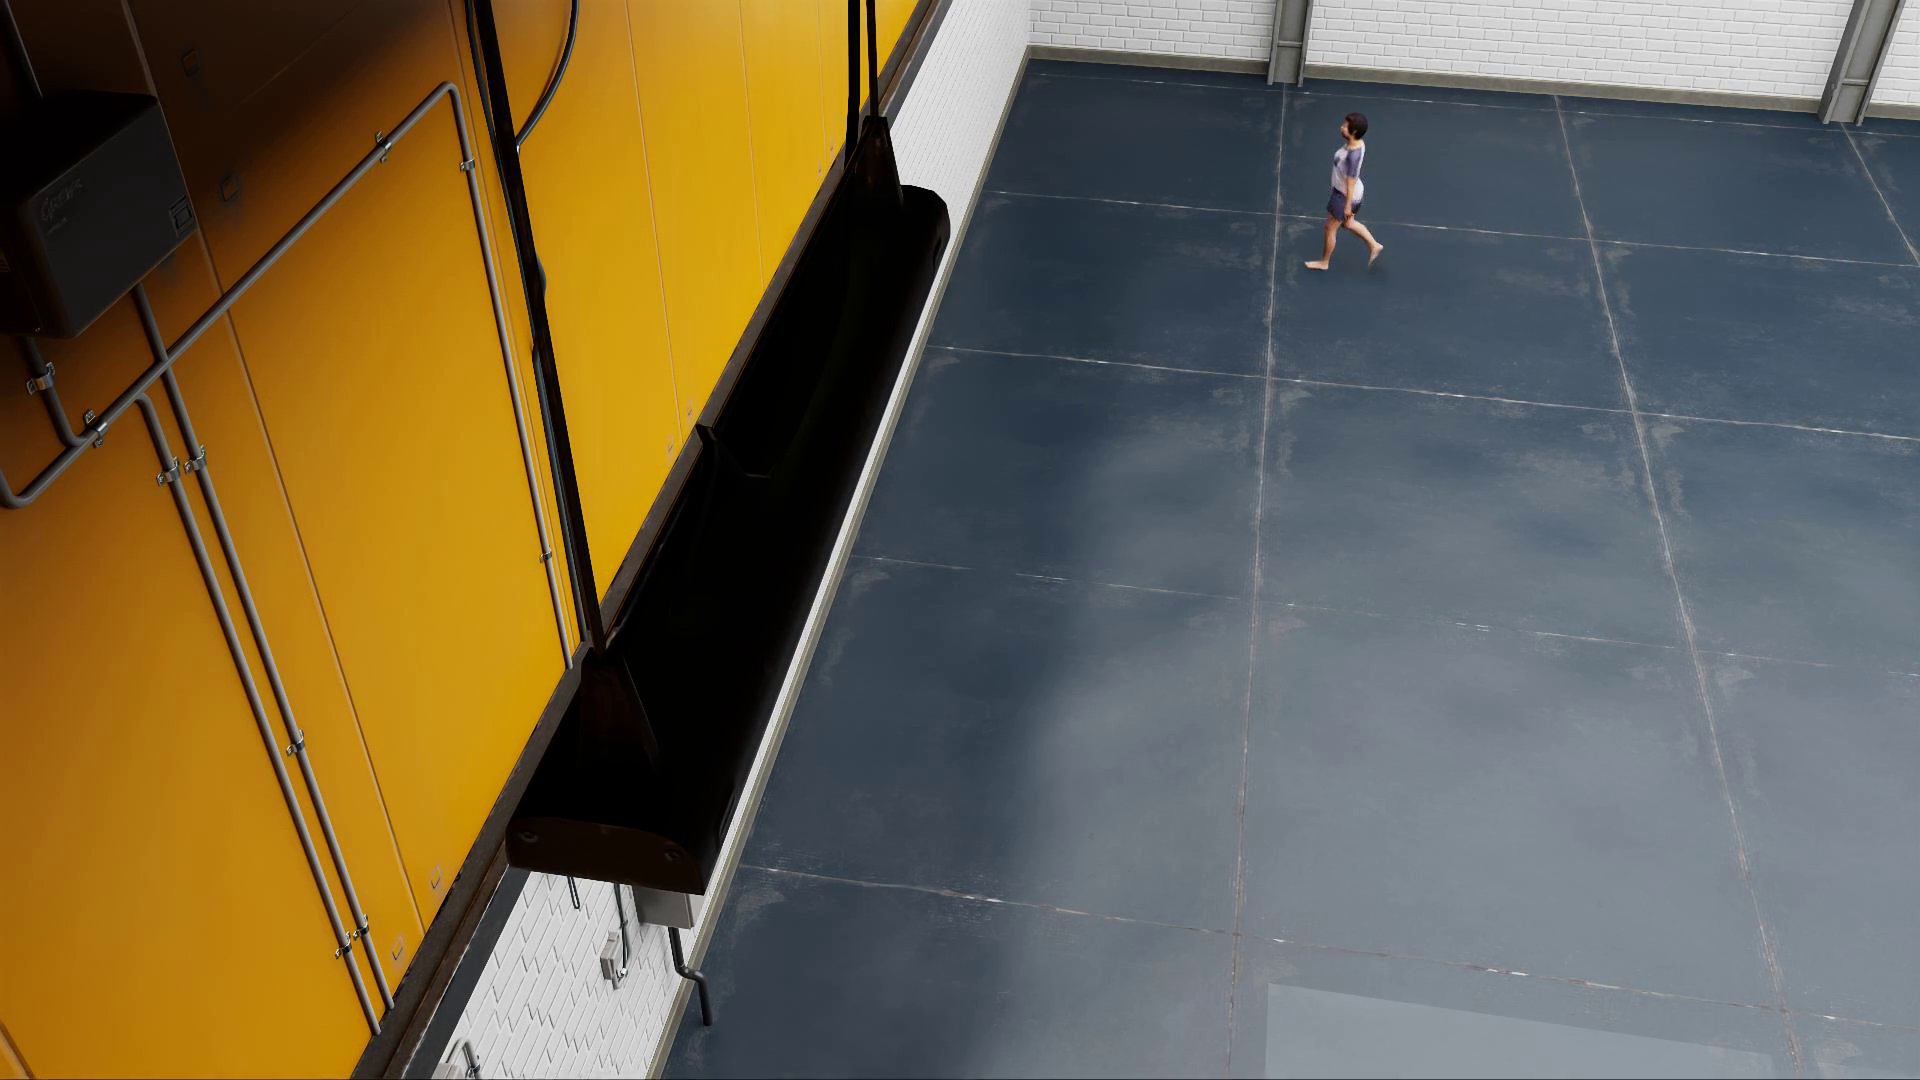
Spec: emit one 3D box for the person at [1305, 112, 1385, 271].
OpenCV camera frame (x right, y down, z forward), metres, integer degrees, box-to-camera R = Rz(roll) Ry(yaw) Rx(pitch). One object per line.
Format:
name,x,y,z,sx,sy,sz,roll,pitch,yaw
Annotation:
person,3.595,-3.148,15.138,0.922,1.547,0.601,9,39,11
